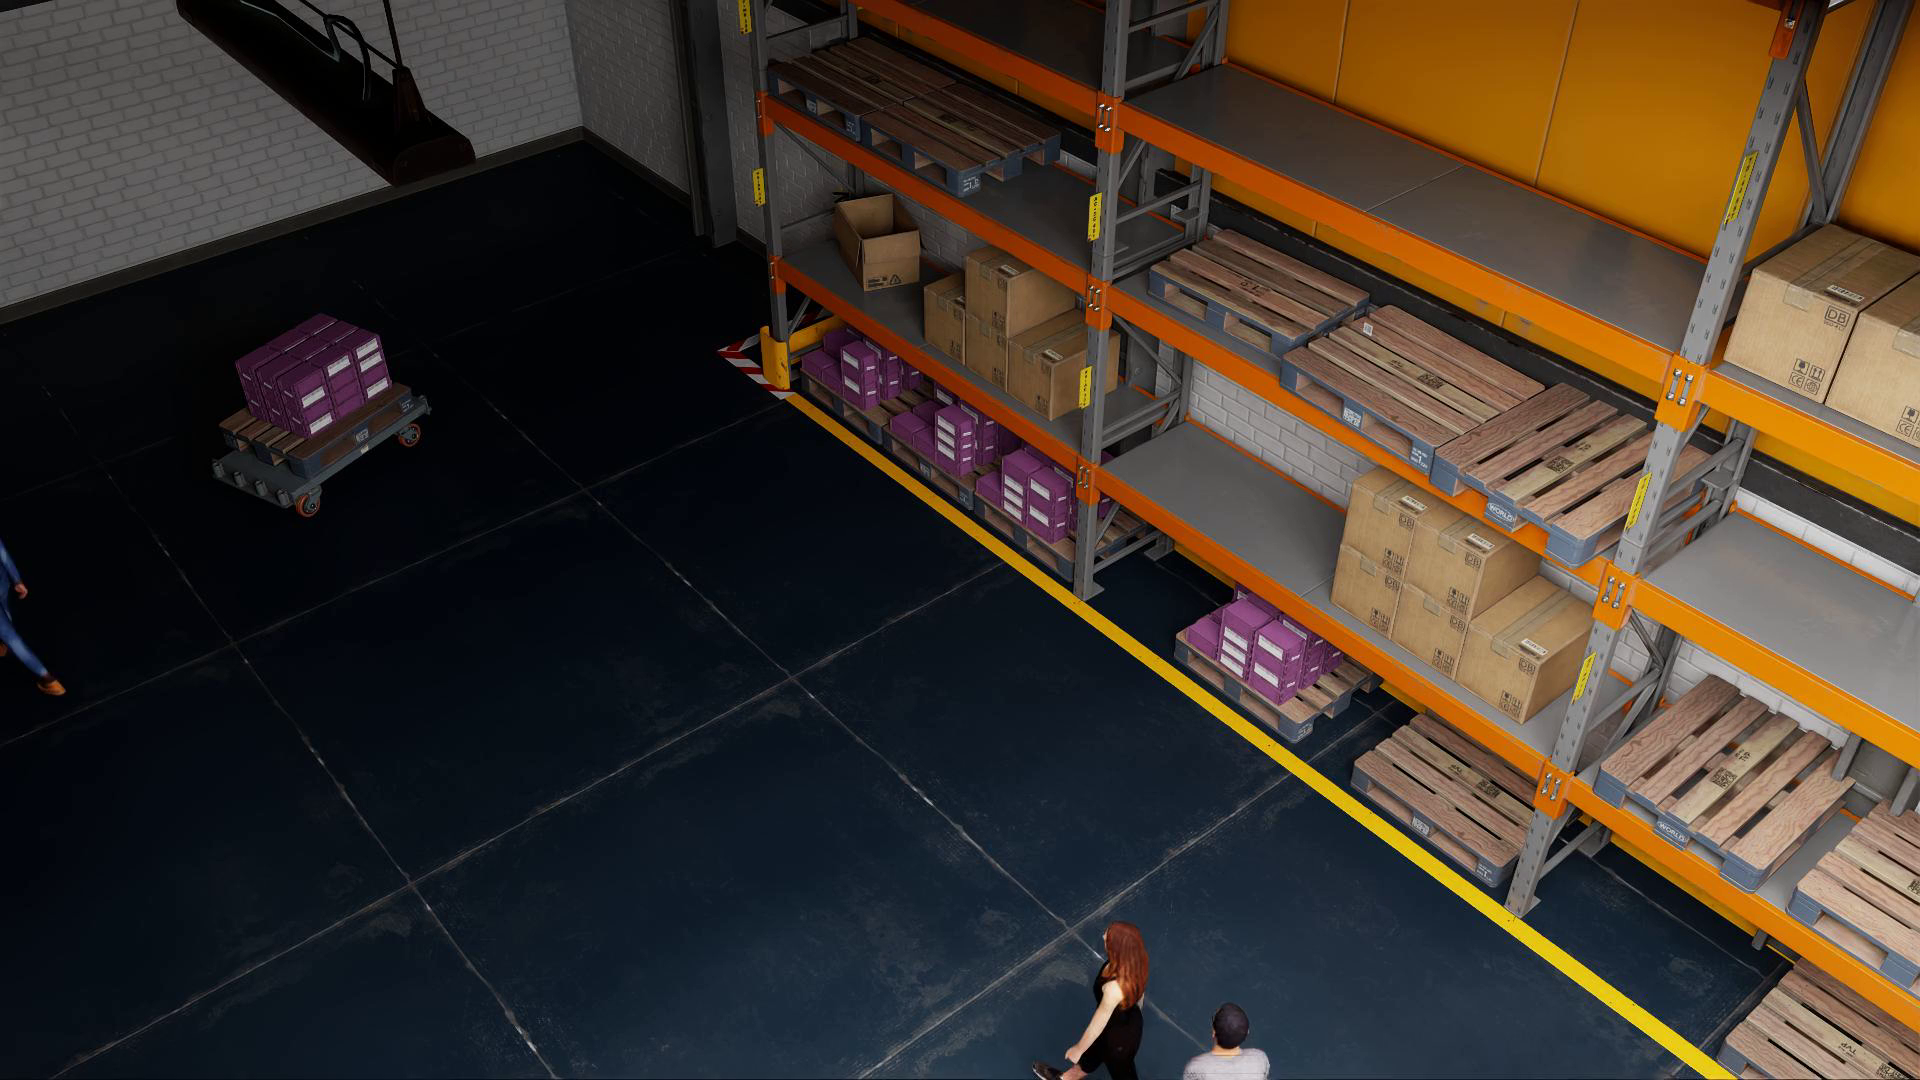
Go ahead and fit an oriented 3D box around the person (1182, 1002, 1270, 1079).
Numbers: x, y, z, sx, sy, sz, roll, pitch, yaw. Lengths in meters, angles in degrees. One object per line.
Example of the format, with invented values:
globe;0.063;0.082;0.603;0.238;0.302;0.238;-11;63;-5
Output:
person;1.318;3.043;8.276;0.824;1.732;0.913;-8;39;-10

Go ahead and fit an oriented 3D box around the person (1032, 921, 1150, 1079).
person;0.923;2.655;8.789;1.124;1.697;0.891;15;41;18

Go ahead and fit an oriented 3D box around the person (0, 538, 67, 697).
person;-6.700;0.426;11.604;1.257;1.668;0.949;18;42;21
